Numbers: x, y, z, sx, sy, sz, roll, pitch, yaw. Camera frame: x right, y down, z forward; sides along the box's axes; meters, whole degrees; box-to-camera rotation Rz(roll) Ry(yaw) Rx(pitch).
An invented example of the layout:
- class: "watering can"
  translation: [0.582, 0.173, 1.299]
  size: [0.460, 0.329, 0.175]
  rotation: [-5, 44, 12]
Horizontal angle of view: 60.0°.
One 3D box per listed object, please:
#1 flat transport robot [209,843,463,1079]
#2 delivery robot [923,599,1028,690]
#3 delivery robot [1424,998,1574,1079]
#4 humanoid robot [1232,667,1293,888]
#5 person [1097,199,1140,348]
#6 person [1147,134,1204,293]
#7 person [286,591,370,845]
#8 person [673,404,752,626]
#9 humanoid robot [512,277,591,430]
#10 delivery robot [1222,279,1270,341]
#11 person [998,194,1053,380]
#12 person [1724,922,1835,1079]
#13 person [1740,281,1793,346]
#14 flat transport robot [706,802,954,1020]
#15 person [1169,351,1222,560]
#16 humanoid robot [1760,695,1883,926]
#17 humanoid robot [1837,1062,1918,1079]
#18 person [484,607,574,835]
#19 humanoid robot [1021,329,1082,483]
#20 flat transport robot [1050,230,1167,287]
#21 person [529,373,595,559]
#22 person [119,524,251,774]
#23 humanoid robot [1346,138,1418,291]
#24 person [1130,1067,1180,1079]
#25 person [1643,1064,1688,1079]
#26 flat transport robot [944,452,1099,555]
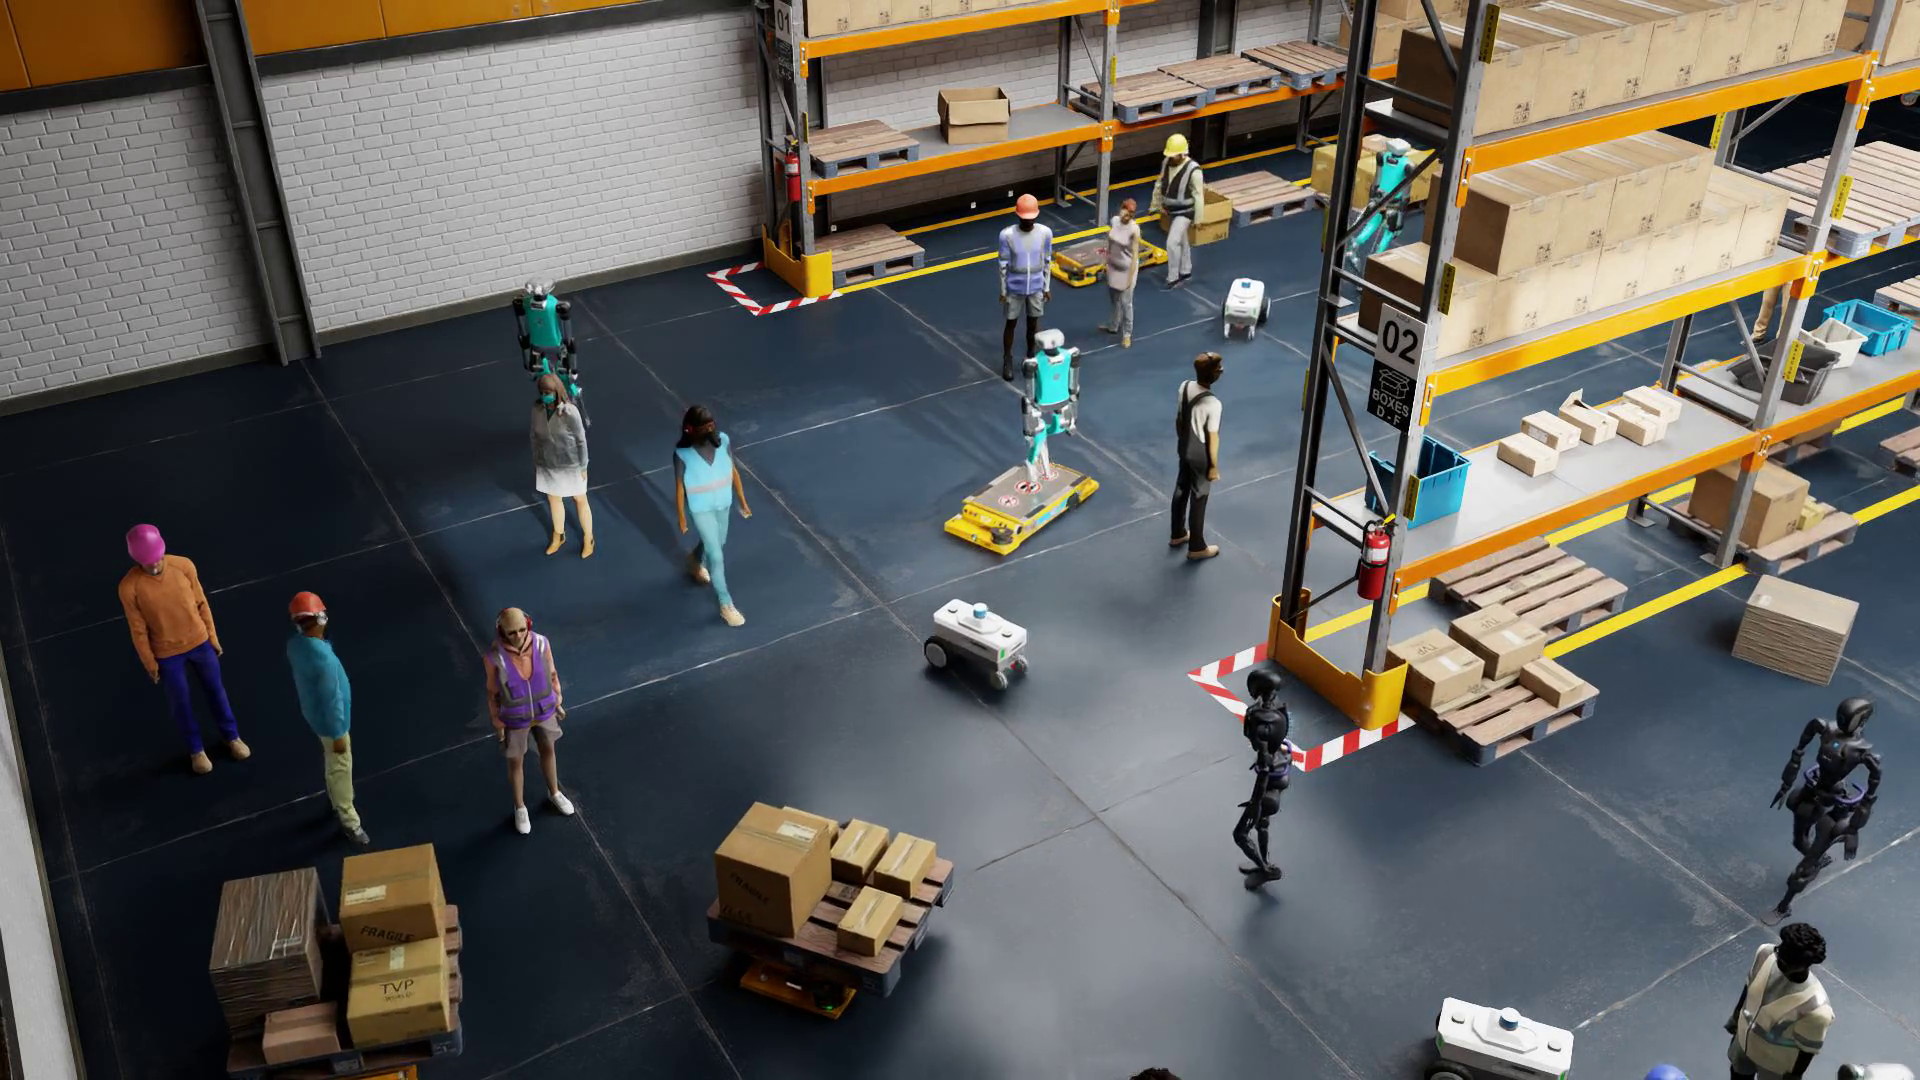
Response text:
- class: "flat transport robot"
  translation: [-3.472, 2.820, 9.586]
  size: [0.659, 0.231, 1.431]
  rotation: [-8, 33, -12]
- class: "delivery robot"
  translation: [0.143, 0.748, 12.617]
  size: [0.793, 0.590, 0.499]
  rotation: [23, 39, 32]
- class: "delivery robot"
  translation: [3.011, 2.845, 9.265]
  size: [0.774, 0.581, 0.499]
  rotation: [12, 34, 19]
- class: "humanoid robot"
  translation: [1.900, 1.476, 10.400]
  size: [0.329, 1.642, 0.613]
  rotation: [8, 33, 12]
- class: "person"
  translation: [1.626, -2.830, 17.319]
  size: [0.306, 1.631, 0.620]
  rotation: [-23, 39, -32]
- class: "person"
  translation: [2.404, -3.650, 18.476]
  size: [0.686, 1.786, 0.624]
  rotation: [-17, 36, -25]
- class: "person"
  translation: [-4.087, 1.168, 10.873]
  size: [0.343, 1.706, 0.705]
  rotation: [-23, 39, -32]
- class: "person"
  translation: [-1.983, -0.290, 13.075]
  size: [0.557, 1.833, 0.926]
  rotation: [-23, 39, -32]
- class: "humanoid robot"
  translation: [-3.707, -1.663, 15.443]
  size: [0.550, 1.870, 0.832]
  rotation: [4, 32, 6]
- class: "delivery robot"
  translation: [3.048, -2.508, 17.833]
  size: [0.499, 0.614, 0.815]
  rotation: [8, 33, 13]
- class: "person"
  translation: [0.652, -2.513, 16.523]
  size: [0.545, 1.937, 0.377]
  rotation: [-6, 33, -10]
- class: "person"
  translation: [4.164, 2.614, 8.577]
  size: [0.319, 1.691, 0.535]
  rotation: [-7, 33, -11]
- class: "person"
  translation: [8.473, -2.745, 17.063]
  size: [0.335, 1.749, 0.573]
  rotation: [-19, 37, -28]
- class: "flat transport robot"
  translation: [-0.739, 2.336, 10.358]
  size: [0.659, 0.231, 1.431]
  rotation: [13, 34, 20]
- class: "person"
  translation: [1.962, -0.706, 13.726]
  size: [0.348, 1.846, 0.504]
  rotation: [-16, 35, -24]
- class: "humanoid robot"
  translation: [5.351, 1.613, 10.229]
  size: [0.748, 1.638, 0.603]
  rotation: [-17, 36, -25]
- class: "humanoid robot"
  translation: [3.810, 3.140, 7.747]
  size: [0.953, 1.771, 0.531]
  rotation: [-5, 32, -8]
- class: "person"
  translation: [-2.833, 1.152, 10.905]
  size: [0.481, 1.694, 0.348]
  rotation: [-19, 37, -28]
- class: "humanoid robot"
  translation: [0.692, -1.039, 14.444]
  size: [0.566, 1.878, 0.757]
  rotation: [-12, 34, -19]
- class: "flat transport robot"
  translation: [1.697, -3.272, 19.303]
  size: [1.431, 0.231, 0.659]
  rotation: [-20, 37, -29]
- class: "person"
  translation: [-3.303, -0.607, 13.741]
  size: [0.493, 1.659, 0.336]
  rotation: [7, 33, 10]
- class: "person"
  translation: [-5.321, 0.726, 11.332]
  size: [0.515, 1.972, 0.404]
  rotation: [-26, 40, -35]
- class: "humanoid robot"
  translation: [4.541, -3.438, 18.276]
  size: [0.730, 1.887, 0.546]
  rotation: [-20, 37, -29]
- class: "person"
  translation: [0.888, 3.096, 7.658]
  size: [0.989, 1.842, 0.572]
  rotation: [-12, 34, -18]
- class: "person"
  translation: [3.119, 3.108, 7.717]
  size: [0.516, 1.755, 0.467]
  rotation: [14, 35, 21]
- class: "flat transport robot"
  translation: [0.557, -0.338, 14.623]
  size: [0.659, 0.231, 1.431]
  rotation: [22, 38, 31]
